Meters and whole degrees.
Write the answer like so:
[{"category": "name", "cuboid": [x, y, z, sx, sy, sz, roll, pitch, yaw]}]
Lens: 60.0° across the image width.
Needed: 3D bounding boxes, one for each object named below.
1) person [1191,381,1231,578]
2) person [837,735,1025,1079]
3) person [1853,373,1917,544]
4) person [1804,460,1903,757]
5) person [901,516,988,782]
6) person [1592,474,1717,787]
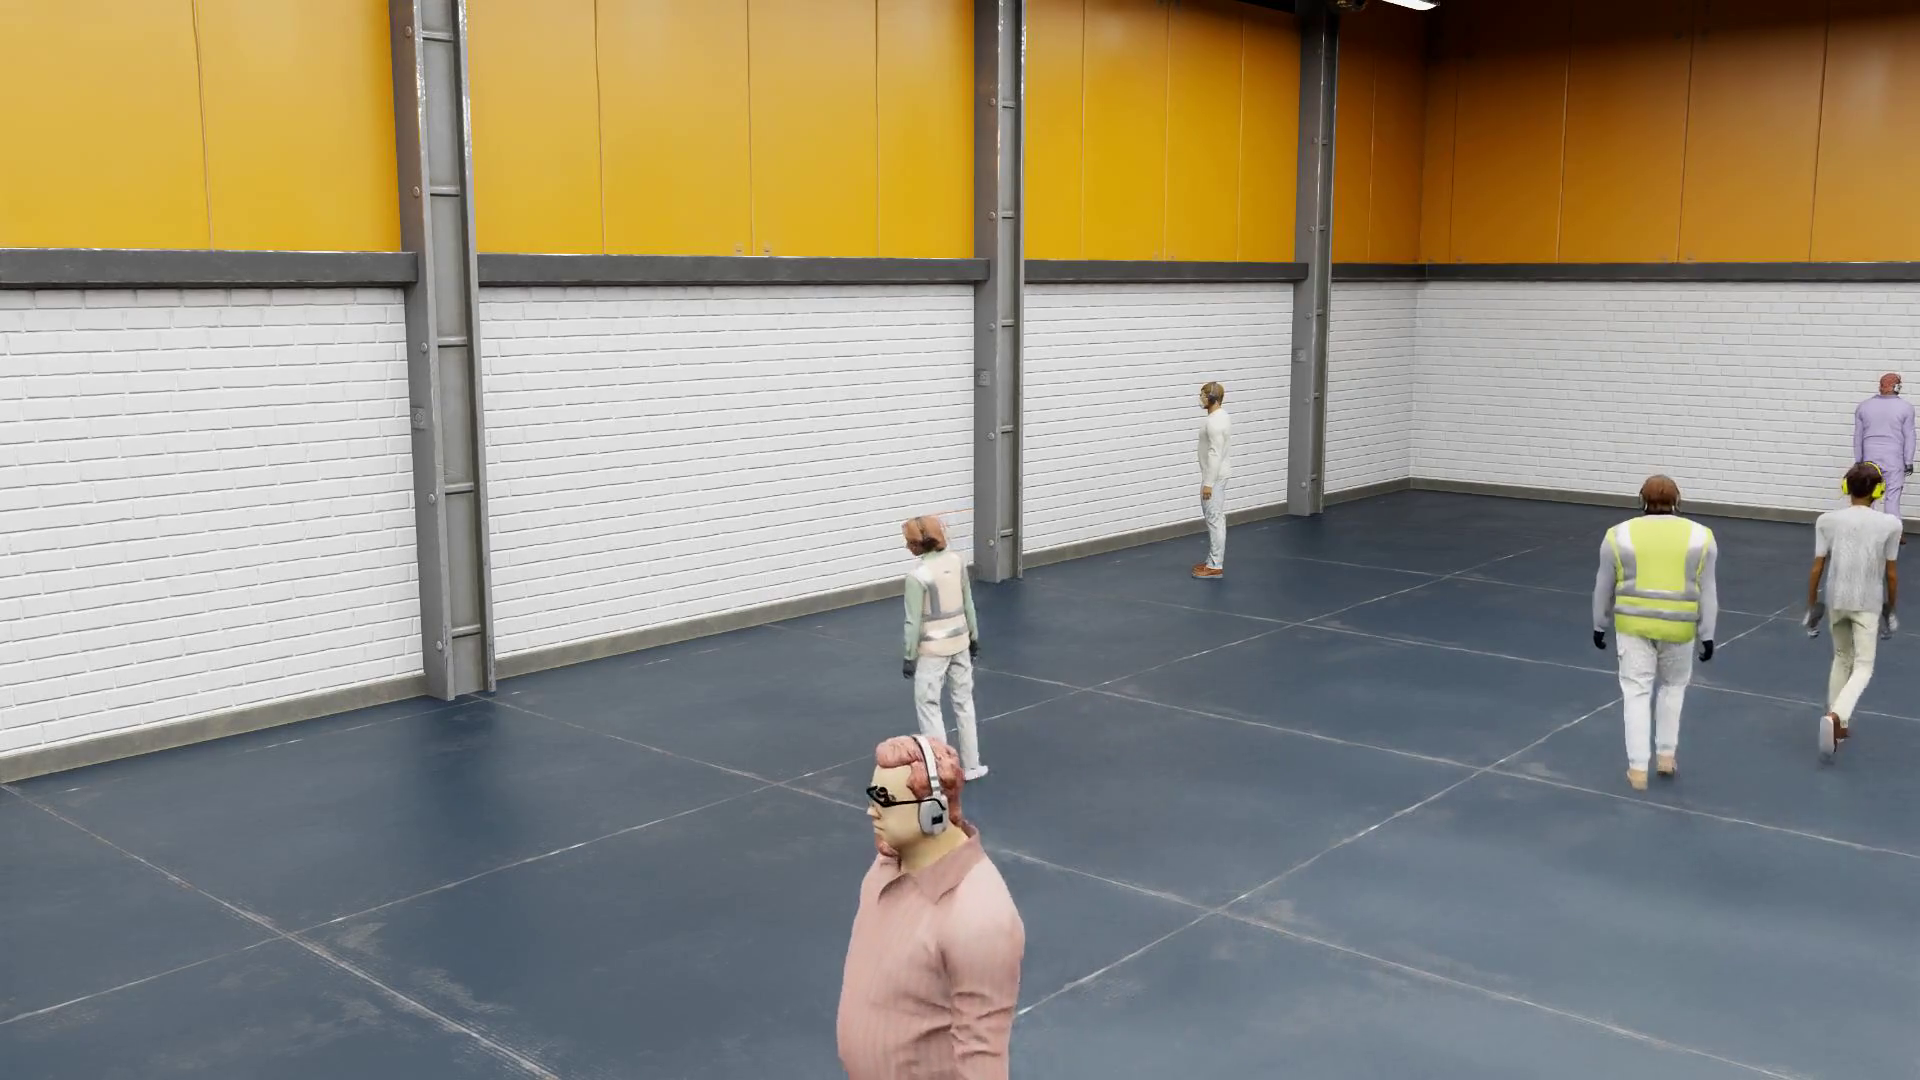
[{"category": "person", "cuboid": [2.486, -0.593, 16.405, 0.369, 1.939, 0.631, 2, 9, 12]}, {"category": "person", "cuboid": [-0.040, 1.386, 4.166, 0.834, 1.879, 0.654, -4, 10, -21]}, {"category": "person", "cuboid": [10.251, -0.897, 18.433, 0.407, 1.902, 0.639, -7, 12, -39]}, {"category": "person", "cuboid": [5.543, 0.425, 10.354, 0.818, 1.836, 0.505, -8, 12, -43]}, {"category": "person", "cuboid": [-0.082, 0.642, 9.675, 0.329, 1.610, 0.655, 7, 12, 39]}, {"category": "person", "cuboid": [4.082, 0.511, 9.824, 0.667, 1.817, 0.691, 3, 10, 19]}]
